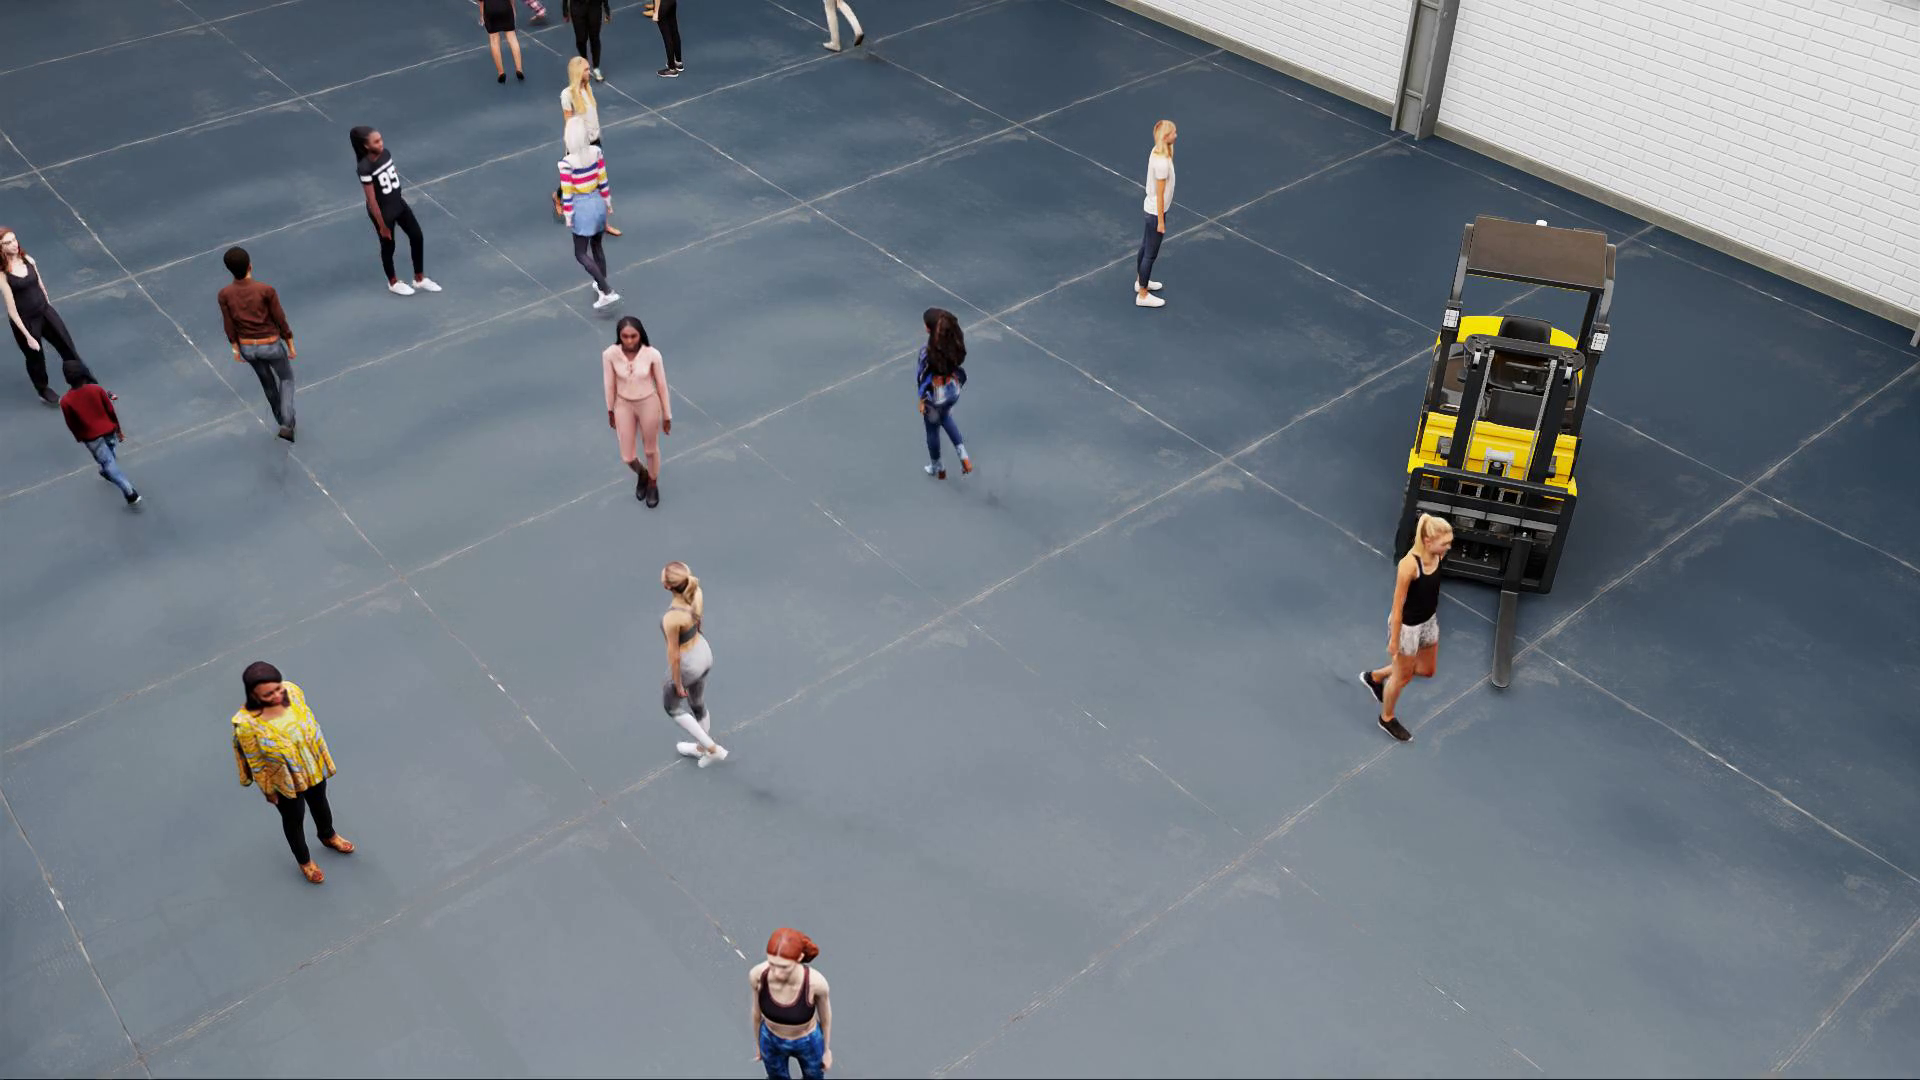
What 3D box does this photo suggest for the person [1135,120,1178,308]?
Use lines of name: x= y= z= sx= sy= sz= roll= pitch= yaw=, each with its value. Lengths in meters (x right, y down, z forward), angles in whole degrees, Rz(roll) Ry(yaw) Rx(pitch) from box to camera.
person: x=1.799 y=-3.034 z=15.399 sx=0.707 sy=1.807 sz=0.631 roll=1 pitch=39 yaw=1

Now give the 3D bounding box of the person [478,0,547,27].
person: x=-5.640 y=-7.218 z=20.759 sx=1.083 sy=1.655 sz=1.123 roll=-3 pitch=39 yaw=-4

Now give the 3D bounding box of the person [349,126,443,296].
person: x=-5.399 y=-3.058 z=15.501 sx=0.894 sy=1.715 sz=0.824 roll=13 pitch=40 yaw=16

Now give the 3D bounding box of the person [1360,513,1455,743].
person: x=2.909 y=0.506 z=10.946 sx=0.607 sy=1.831 sz=0.728 roll=-28 pitch=46 yaw=-31

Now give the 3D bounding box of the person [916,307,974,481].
person: x=-0.101 y=-1.117 z=13.160 sx=0.634 sy=1.605 sz=0.722 roll=-31 pitch=48 yaw=-32

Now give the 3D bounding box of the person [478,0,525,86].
person: x=-5.402 y=-6.162 z=19.421 sx=0.609 sy=1.675 sz=0.571 roll=-14 pitch=41 yaw=-17

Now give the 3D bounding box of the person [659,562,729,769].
person: x=-1.672 y=0.831 z=10.652 sx=0.777 sy=1.691 sz=0.690 roll=19 pitch=42 yaw=22

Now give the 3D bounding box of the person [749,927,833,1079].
person: x=-0.841 y=2.563 z=8.416 sx=0.673 sy=1.784 sz=0.739 roll=6 pitch=39 yaw=7

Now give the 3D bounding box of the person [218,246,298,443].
person: x=-5.683 y=-1.510 z=13.523 sx=0.878 sy=1.765 sz=0.978 roll=-6 pitch=39 yaw=-8

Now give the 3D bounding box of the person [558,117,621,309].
person: x=-3.404 y=-3.010 z=15.386 sx=0.814 sy=1.785 sz=0.736 roll=24 pitch=44 yaw=27

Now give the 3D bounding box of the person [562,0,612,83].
person: x=-4.400 y=-6.266 z=19.459 sx=0.780 sy=1.791 sz=0.792 roll=-14 pitch=41 yaw=-17

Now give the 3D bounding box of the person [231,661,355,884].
person: x=-4.023 y=1.370 z=10.005 sx=0.889 sy=1.655 sz=0.844 roll=17 pitch=42 yaw=20

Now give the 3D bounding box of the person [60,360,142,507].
person: x=-6.751 y=-0.819 z=13.086 sx=0.970 sy=1.231 sz=0.653 roll=24 pitch=45 yaw=27

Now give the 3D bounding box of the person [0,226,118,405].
person: x=-7.877 y=-1.861 z=14.006 sx=1.149 sy=1.712 sz=0.933 roll=15 pitch=41 yaw=18

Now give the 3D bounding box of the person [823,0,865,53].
person: x=-1.450 y=-6.756 z=20.036 sx=0.886 sy=1.835 sz=0.740 roll=27 pitch=46 yaw=30

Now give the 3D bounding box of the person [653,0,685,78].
person: x=-3.476 y=-6.304 z=19.624 sx=0.639 sy=1.643 sz=0.627 roll=13 pitch=40 yaw=15

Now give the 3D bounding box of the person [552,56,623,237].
person: x=-3.816 y=-3.895 z=16.488 sx=1.172 sy=1.793 sz=0.873 roll=21 pitch=43 yaw=24

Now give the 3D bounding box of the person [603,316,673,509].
person: x=-2.501 y=-1.039 z=12.977 sx=0.769 sy=1.710 sz=0.802 roll=-2 pitch=39 yaw=-3
